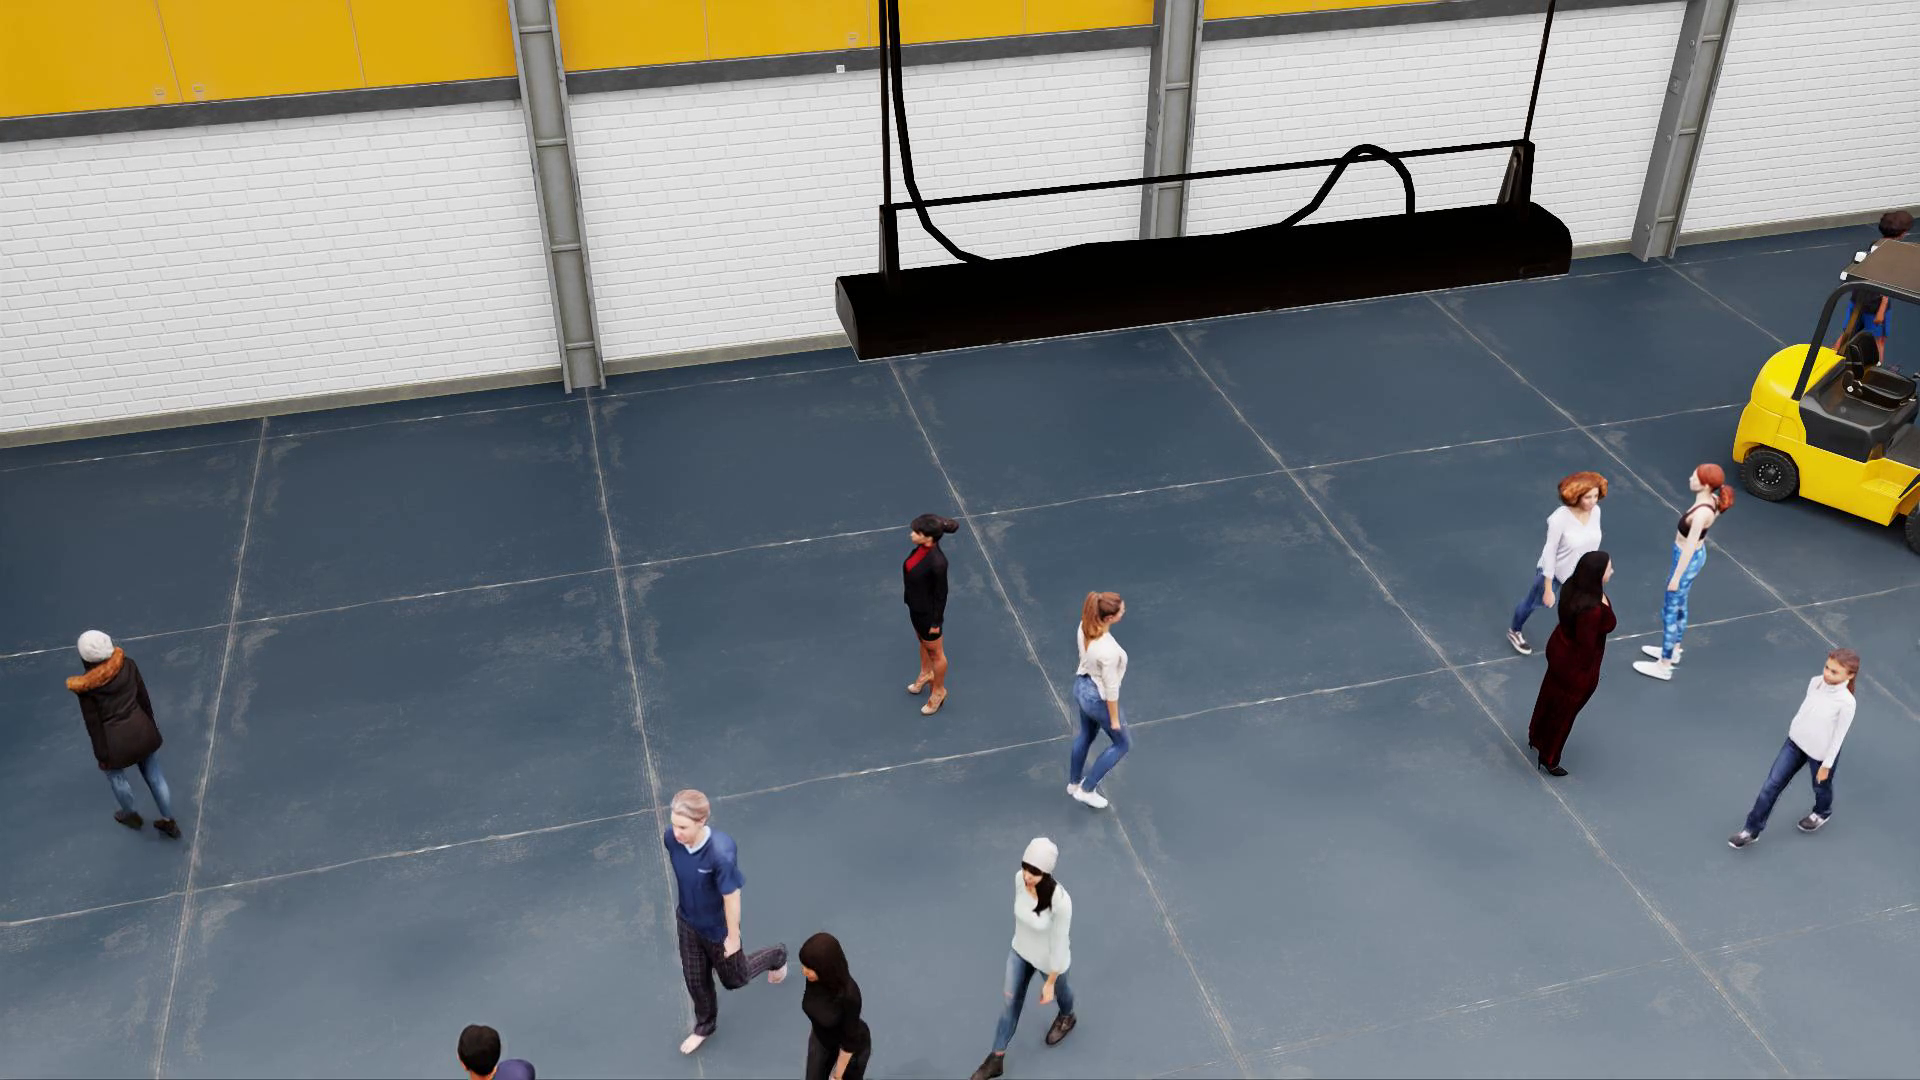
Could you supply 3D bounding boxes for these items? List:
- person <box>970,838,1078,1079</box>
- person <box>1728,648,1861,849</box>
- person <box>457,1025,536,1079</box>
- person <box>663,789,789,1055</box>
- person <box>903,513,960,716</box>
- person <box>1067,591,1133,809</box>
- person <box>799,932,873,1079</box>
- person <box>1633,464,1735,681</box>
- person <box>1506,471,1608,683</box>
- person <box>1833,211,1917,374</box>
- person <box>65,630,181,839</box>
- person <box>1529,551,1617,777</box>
[{"bbox_3d":[0.506,2.261,9.230,0.950,1.606,1.122,26,41,33],"label":"person"},{"bbox_3d":[5.560,1.336,10.706,1.101,1.513,0.677,-15,36,-21],"label":"person"},{"bbox_3d":[-2.159,2.977,7.984,0.766,1.793,0.689,21,39,28],"label":"person"},{"bbox_3d":[-1.339,2.069,9.303,1.040,1.845,1.111,18,38,25],"label":"person"},{"bbox_3d":[-0.235,0.509,11.836,0.642,1.640,0.582,-12,35,-17],"label":"person"},{"bbox_3d":[0.853,1.070,10.920,0.618,1.718,0.642,-14,36,-19],"label":"person"},{"bbox_3d":[-0.580,2.590,8.720,0.737,1.623,0.803,21,39,29],"label":"person"},{"bbox_3d":[5.294,0.219,12.142,0.718,1.783,0.652,20,39,28],"label":"person"},{"bbox_3d":[4.390,0.176,12.307,1.025,1.671,0.768,-11,35,-16],"label":"person"},{"bbox_3d":[8.647,-2.270,15.902,0.942,1.766,0.631,-7,34,-11],"label":"person"},{"bbox_3d":[-5.318,1.290,10.682,0.917,1.616,0.860,20,38,27],"label":"person"},{"bbox_3d":[4.140,0.812,11.273,0.708,1.758,0.732,2,34,3],"label":"person"}]
